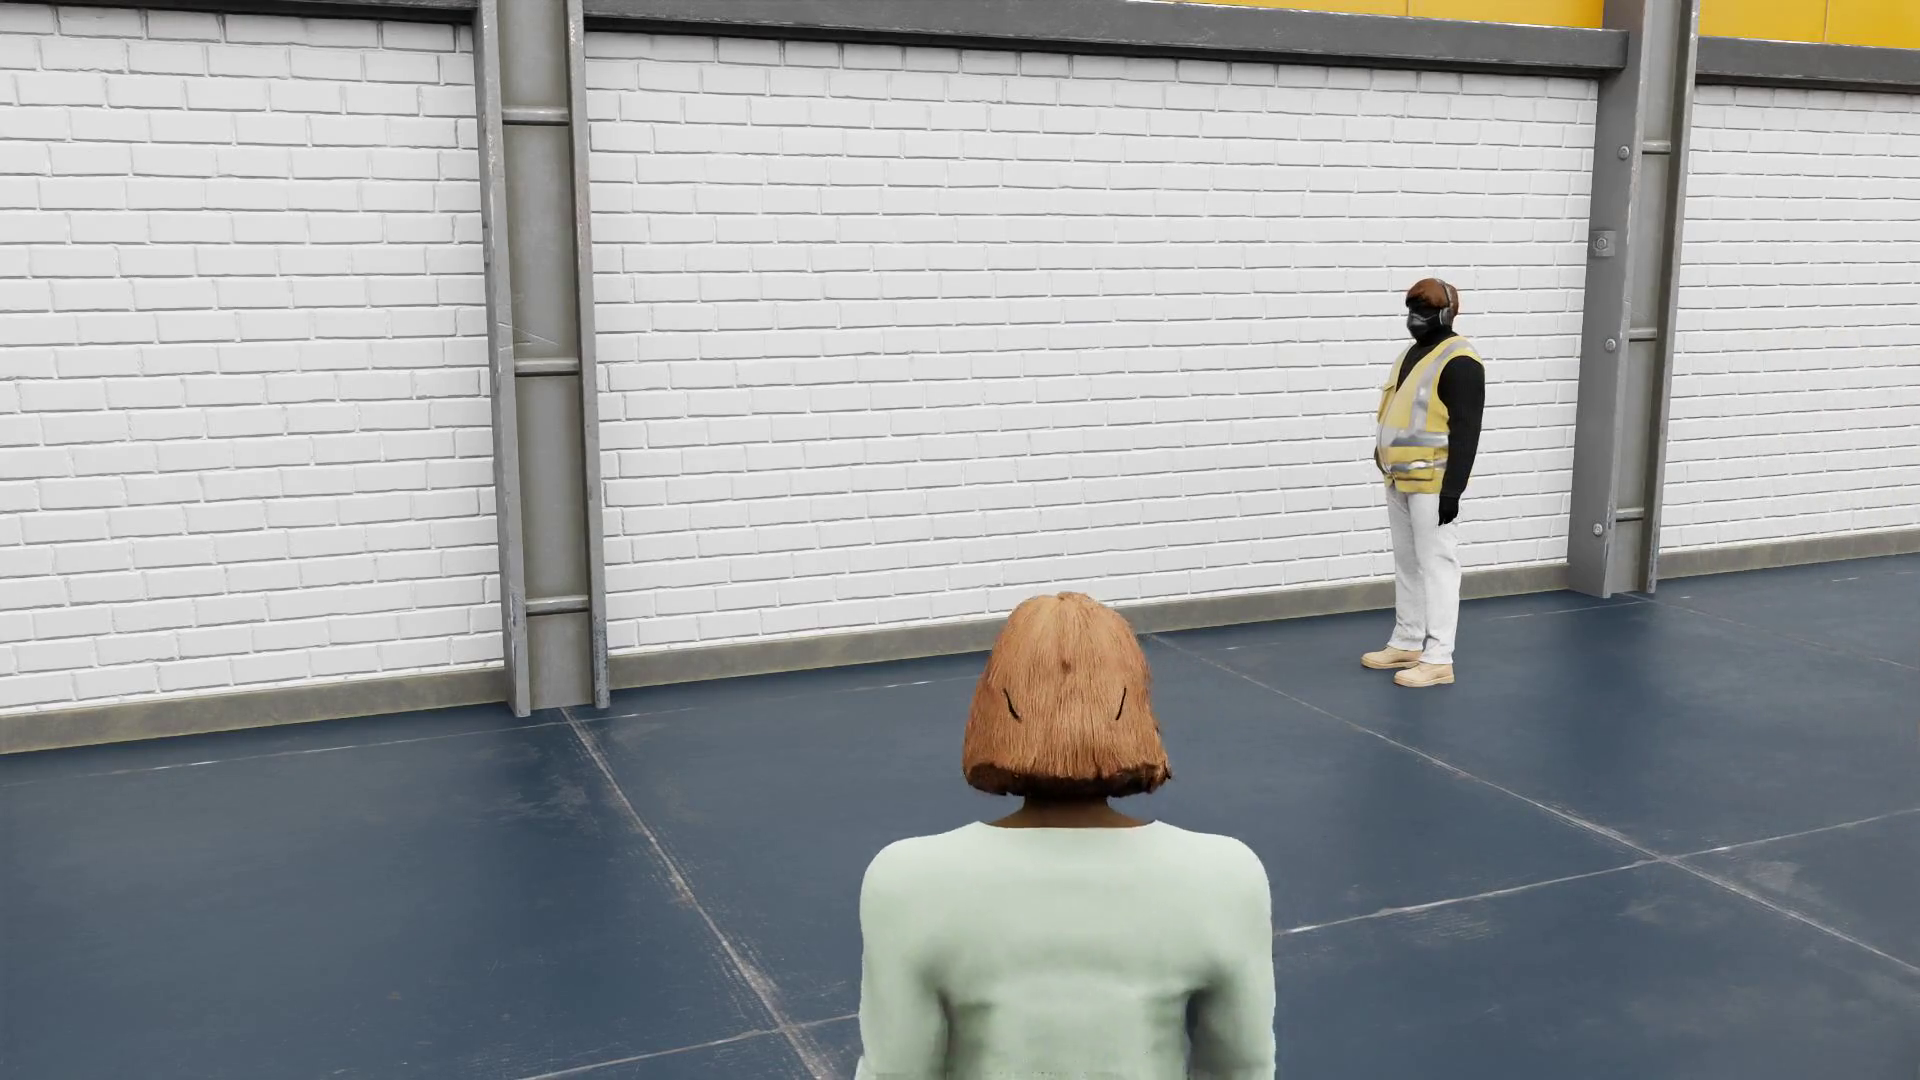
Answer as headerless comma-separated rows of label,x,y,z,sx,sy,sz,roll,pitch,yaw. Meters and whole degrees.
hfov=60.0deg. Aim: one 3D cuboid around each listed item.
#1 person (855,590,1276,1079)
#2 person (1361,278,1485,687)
person,0.128,0.857,2.088,0.522,1.626,0.556,0,10,0
person,2.105,-0.262,7.591,0.429,1.843,0.634,-2,10,-11
